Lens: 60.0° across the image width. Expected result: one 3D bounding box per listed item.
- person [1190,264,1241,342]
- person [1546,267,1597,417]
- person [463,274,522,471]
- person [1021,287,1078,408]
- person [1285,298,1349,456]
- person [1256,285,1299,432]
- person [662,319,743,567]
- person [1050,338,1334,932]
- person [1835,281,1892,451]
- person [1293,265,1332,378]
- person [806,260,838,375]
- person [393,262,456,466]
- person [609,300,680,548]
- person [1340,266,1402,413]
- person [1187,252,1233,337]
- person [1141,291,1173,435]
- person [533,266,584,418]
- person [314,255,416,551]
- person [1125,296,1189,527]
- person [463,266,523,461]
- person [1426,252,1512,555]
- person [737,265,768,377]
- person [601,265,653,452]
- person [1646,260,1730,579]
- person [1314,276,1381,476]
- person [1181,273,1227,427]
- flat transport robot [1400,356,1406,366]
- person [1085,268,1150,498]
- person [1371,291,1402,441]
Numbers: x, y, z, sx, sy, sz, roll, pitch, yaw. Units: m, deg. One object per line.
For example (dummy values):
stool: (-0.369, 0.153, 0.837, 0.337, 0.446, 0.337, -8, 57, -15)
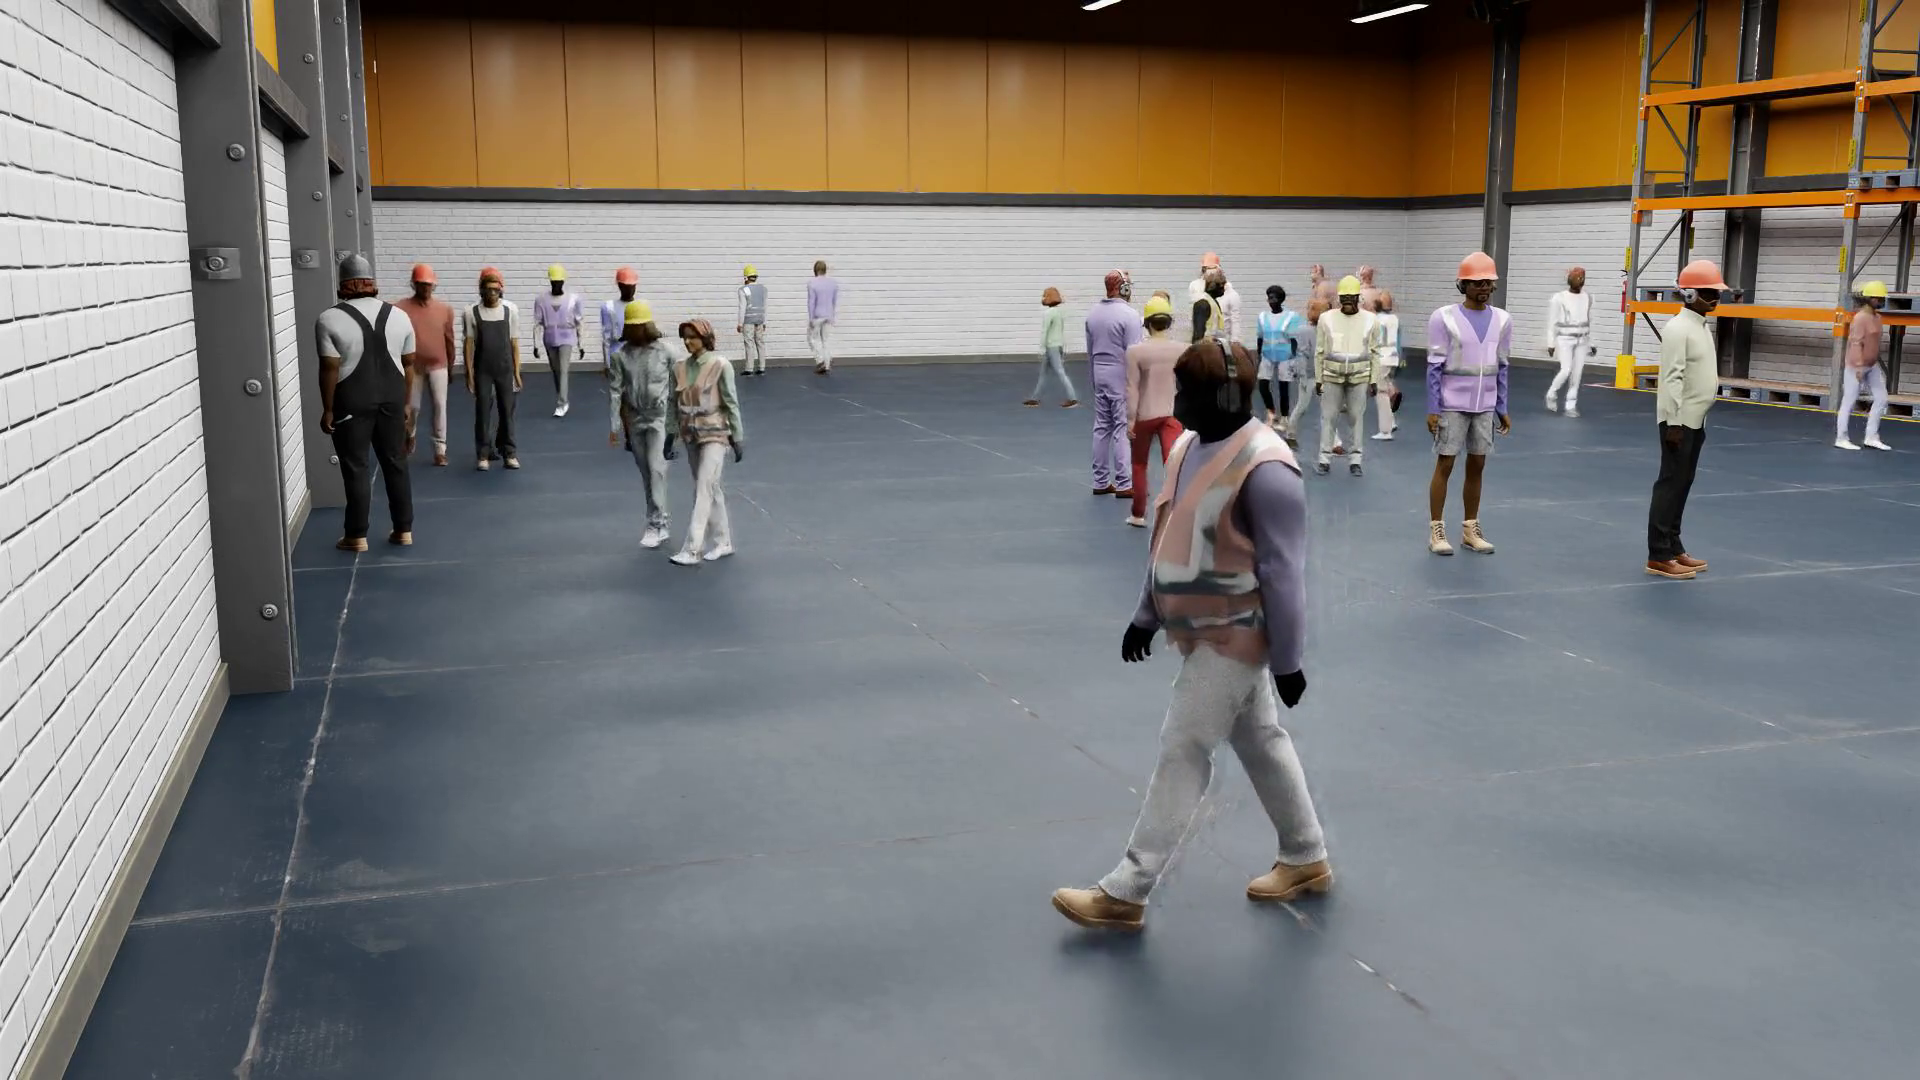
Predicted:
person: (3.047, -2.368, 20.081, 0.652, 1.906, 0.403, 7, 12, 36)
person: (7.633, -2.464, 20.753, 0.580, 1.868, 0.474, -2, 10, -12)
person: (-4.400, -1.575, 15.670, 0.513, 1.843, 0.329, -5, 11, -26)
person: (1.216, -2.541, 22.004, 0.841, 1.589, 0.512, 4, 11, 23)
person: (3.621, -1.666, 16.931, 0.521, 1.587, 0.875, -5, 11, -25)
person: (3.623, -2.071, 19.009, 0.560, 1.677, 0.351, 7, 12, 34)
person: (-1.742, -0.625, 10.823, 0.545, 1.604, 0.794, 7, 12, 34)
person: (0.770, 0.287, 5.060, 0.978, 1.795, 0.620, -2, 10, -12)
person: (9.368, -1.777, 17.092, 0.547, 1.743, 0.635, -6, 12, -32)
person: (5.784, -3.533, 27.002, 1.061, 1.840, 0.654, 1, 10, 7)
person: (-2.332, -3.726, 27.898, 0.631, 1.919, 0.437, -8, 12, -38)
person: (-5.252, -1.725, 16.227, 0.638, 1.960, 0.920, -5, 11, -26)
person: (-2.189, -0.797, 11.526, 0.499, 1.708, 0.714, 2, 10, 14)
person: (5.178, -2.515, 21.008, 0.655, 1.887, 0.798, -9, 13, -42)
person: (3.397, -2.885, 22.679, 0.604, 2.044, 0.375, 2, 10, 14)
person: (2.177, -1.942, 18.436, 0.505, 1.628, 0.276, -7, 12, -35)
person: (-5.057, -2.499, 20.958, 0.603, 1.881, 0.993, 0, 10, 0)
person: (-4.129, -0.951, 11.490, 0.684, 2.000, 0.536, -9, 14, -43)
person: (1.458, -0.901, 12.095, 0.534, 1.733, 0.851, -3, 10, -14)
person: (-4.562, -1.722, 16.331, 0.617, 1.909, 0.495, -7, 12, -36)
person: (3.451, -0.914, 11.262, 0.605, 2.045, 0.380, -2, 10, -12)
person: (-3.452, -3.621, 27.544, 0.403, 1.834, 0.589, 9, 14, 43)
person: (-3.444, -1.881, 17.246, 0.545, 1.922, 0.561, -4, 11, -22)
person: (4.606, -0.762, 10.529, 0.393, 1.992, 0.622, 7, 12, 37)
person: (3.543, -1.496, 15.240, 0.591, 1.834, 0.404, 2, 10, 12)
person: (2.970, -2.169, 19.227, 0.878, 1.801, 0.637, 3, 10, 18)
flat transport robot: (7.598, -3.295, 30.177, 0.652, 0.197, 1.431, 0, 10, 1)
person: (1.332, -1.304, 13.908, 0.410, 1.913, 0.643, -7, 12, -34)
person: (4.612, -1.895, 18.156, 0.409, 1.622, 0.527, 10, 14, 44)
